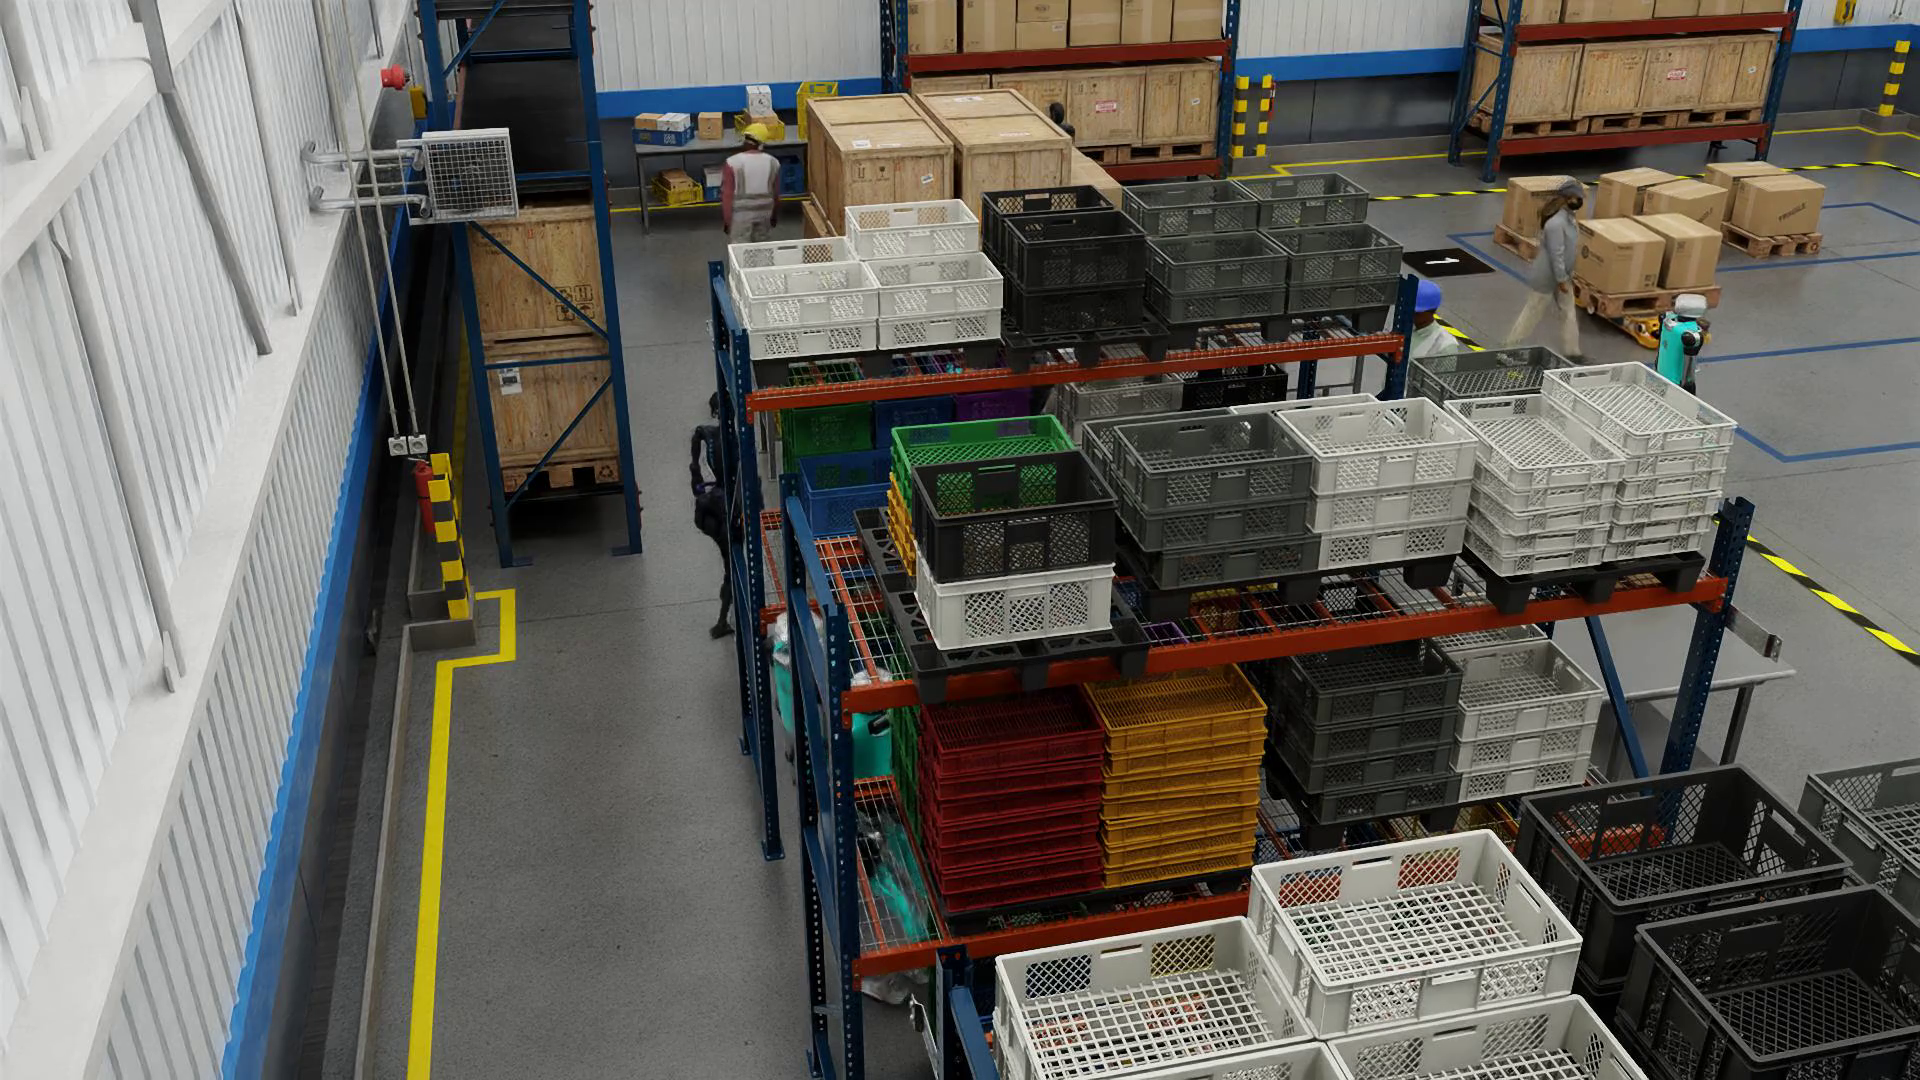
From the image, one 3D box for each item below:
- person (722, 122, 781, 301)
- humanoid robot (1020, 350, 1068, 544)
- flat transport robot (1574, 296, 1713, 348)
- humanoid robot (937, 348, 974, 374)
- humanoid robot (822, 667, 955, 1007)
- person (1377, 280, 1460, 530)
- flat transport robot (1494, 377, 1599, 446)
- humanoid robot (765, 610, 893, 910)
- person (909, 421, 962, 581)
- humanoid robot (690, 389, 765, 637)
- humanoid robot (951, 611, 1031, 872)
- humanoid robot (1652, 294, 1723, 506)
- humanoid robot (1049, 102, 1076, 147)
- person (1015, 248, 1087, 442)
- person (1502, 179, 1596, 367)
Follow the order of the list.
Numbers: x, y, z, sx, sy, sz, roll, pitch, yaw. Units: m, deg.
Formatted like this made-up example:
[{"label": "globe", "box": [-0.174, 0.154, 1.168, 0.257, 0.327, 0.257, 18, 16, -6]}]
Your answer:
[{"label": "person", "box": [-2.103, -3.223, 16.538, 0.717, 1.784, 0.444, -14, 31, -25]}, {"label": "humanoid robot", "box": [0.514, -0.706, 11.866, 0.609, 1.647, 0.347, 16, 32, 27]}, {"label": "flat transport robot", "box": [6.637, -2.237, 16.260, 0.652, 0.197, 1.431, -6, 28, -12]}, {"label": "humanoid robot", "box": [-0.278, -0.567, 11.562, 1.022, 1.742, 0.560, -5, 28, -9]}, {"label": "humanoid robot", "box": [-0.236, 1.442, 7.685, 0.674, 1.752, 0.534, 20, 34, 33]}, {"label": "person", "box": [3.287, -0.963, 12.085, 0.412, 1.938, 0.609, -15, 31, -26]}, {"label": "flat transport robot", "box": [4.780, -1.036, 14.013, 0.659, 0.231, 1.431, -6, 28, -12]}, {"label": "humanoid robot", "box": [-0.560, 1.124, 8.402, 0.711, 1.834, 0.540, -17, 32, -29]}, {"label": "person", "box": [-0.065, -0.088, 10.328, 0.640, 2.023, 0.438, -22, 35, -35]}, {"label": "humanoid robot", "box": [-1.530, -0.205, 10.936, 0.587, 1.630, 0.647, 14, 31, 24]}, {"label": "humanoid robot", "box": [0.258, 1.033, 8.525, 0.664, 1.811, 0.539, -20, 34, -33]}, {"label": "humanoid robot", "box": [5.414, -0.993, 12.216, 0.735, 1.673, 0.533, -1, 28, -2]}, {"label": "humanoid robot", "box": [1.018, -3.934, 18.027, 0.610, 1.626, 0.685, -15, 31, -26]}, {"label": "person", "box": [0.707, -1.339, 12.856, 0.573, 1.881, 0.357, 7, 29, 13]}, {"label": "person", "box": [5.414, -2.392, 15.014, 0.792, 1.729, 0.565, 21, 34, 34]}]
